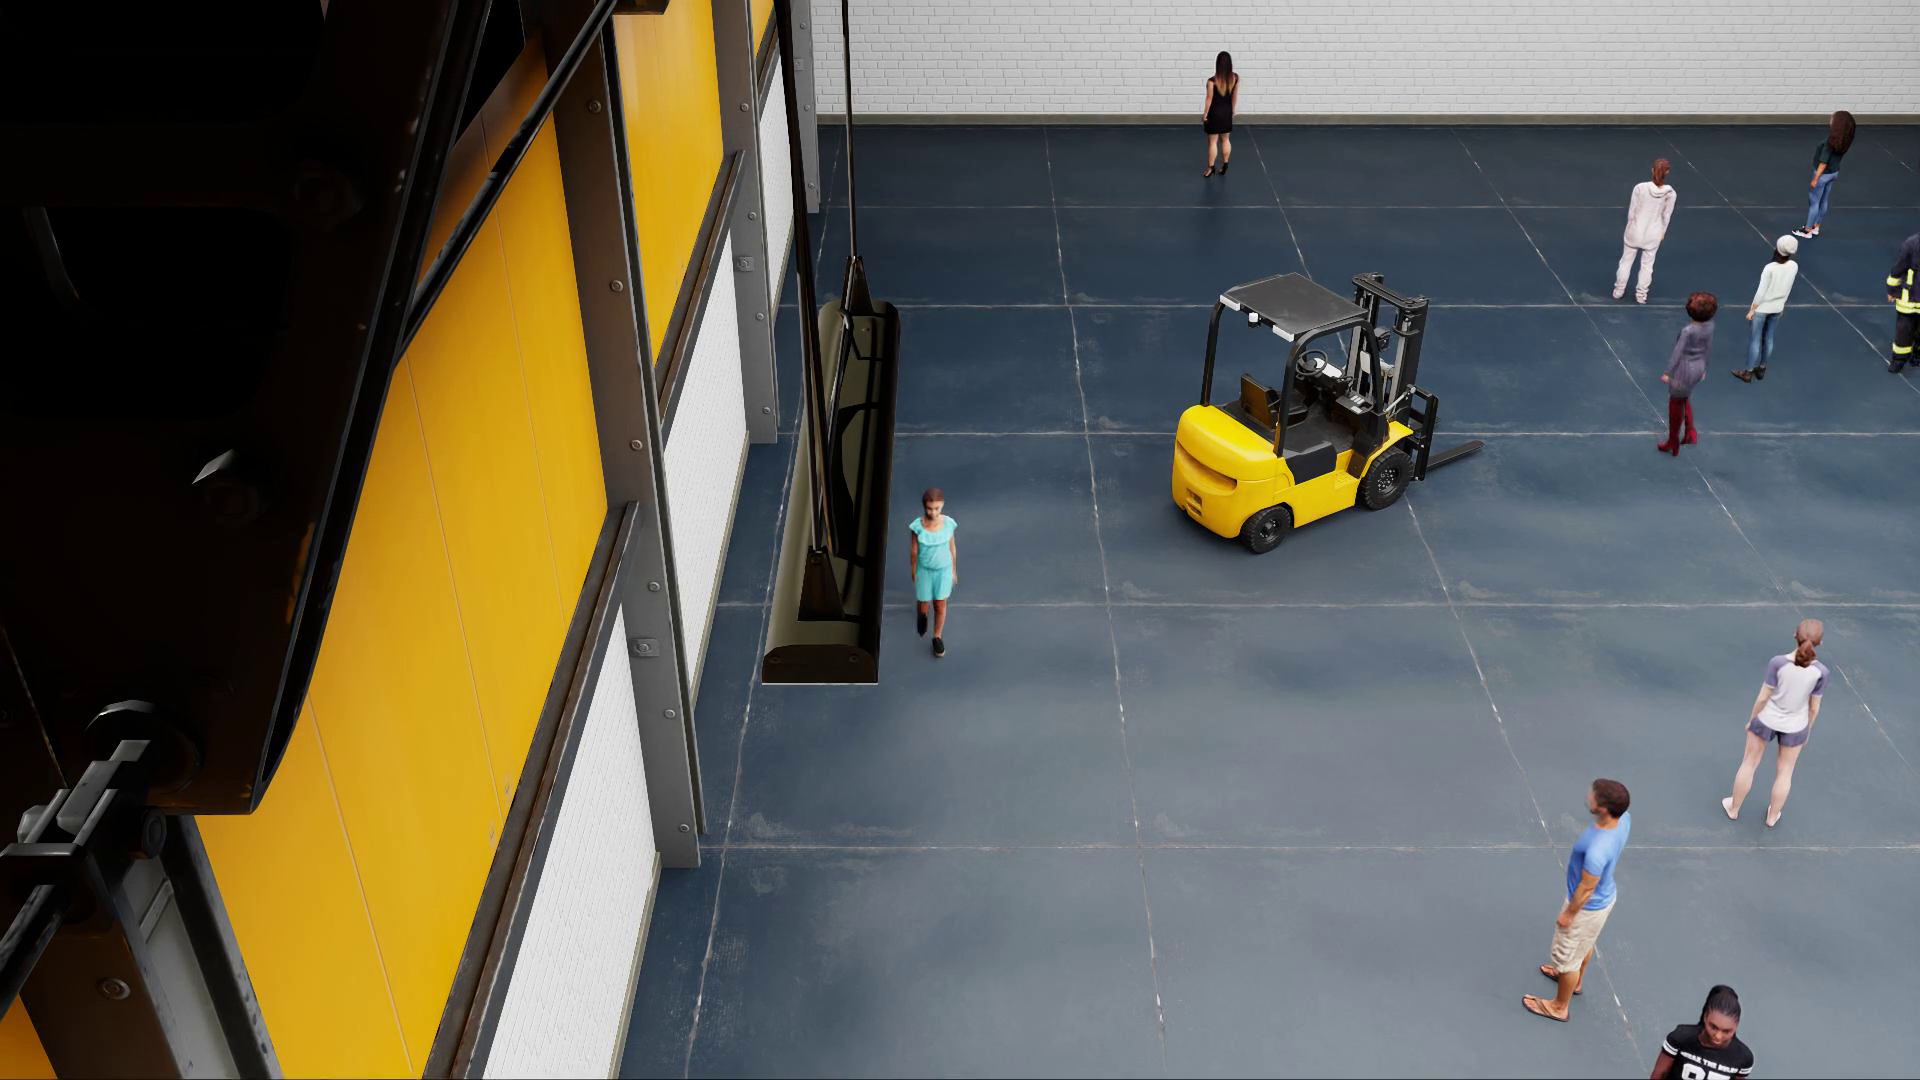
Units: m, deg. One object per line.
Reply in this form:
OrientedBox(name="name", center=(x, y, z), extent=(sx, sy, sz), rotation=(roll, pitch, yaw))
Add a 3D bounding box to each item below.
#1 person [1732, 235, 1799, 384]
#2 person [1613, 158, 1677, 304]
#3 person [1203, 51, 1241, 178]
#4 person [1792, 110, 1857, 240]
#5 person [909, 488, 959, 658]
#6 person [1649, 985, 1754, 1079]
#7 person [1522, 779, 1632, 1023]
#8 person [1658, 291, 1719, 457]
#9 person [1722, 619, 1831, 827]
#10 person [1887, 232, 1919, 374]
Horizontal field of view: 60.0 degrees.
OrientedBox(name="person", center=(8.559, -2.463, 17.617), extent=(0.622, 1.644, 0.573), rotation=(-9, 35, -14))
OrientedBox(name="person", center=(7.930, -3.583, 19.264), extent=(0.708, 1.687, 0.703), rotation=(13, 36, 19))
OrientedBox(name="person", center=(3.520, -5.743, 22.486), extent=(0.736, 1.718, 0.735), rotation=(-13, 36, -19))
OrientedBox(name="person", center=(10.846, -4.587, 20.838), extent=(0.710, 1.616, 0.752), rotation=(-20, 39, -27))
OrientedBox(name="person", center=(-0.216, 0.212, 13.677), extent=(0.592, 1.550, 0.717), rotation=(-4, 34, -6))
OrientedBox(name="person", center=(3.984, 3.131, 9.124), extent=(0.683, 1.729, 0.685), rotation=(10, 35, 15))
OrientedBox(name="person", center=(3.916, 2.227, 10.361), extent=(0.802, 1.865, 0.713), rotation=(23, 40, 30))
OrientedBox(name="person", center=(7.167, -1.578, 16.238), extent=(0.745, 1.697, 0.803), rotation=(-19, 38, -26))
OrientedBox(name="person", center=(5.838, 1.303, 11.840), extent=(0.667, 1.767, 0.678), rotation=(13, 36, 19))
OrientedBox(name="person", center=(10.283, -2.681, 17.725), extent=(1.037, 1.888, 1.097), rotation=(22, 39, 29))
